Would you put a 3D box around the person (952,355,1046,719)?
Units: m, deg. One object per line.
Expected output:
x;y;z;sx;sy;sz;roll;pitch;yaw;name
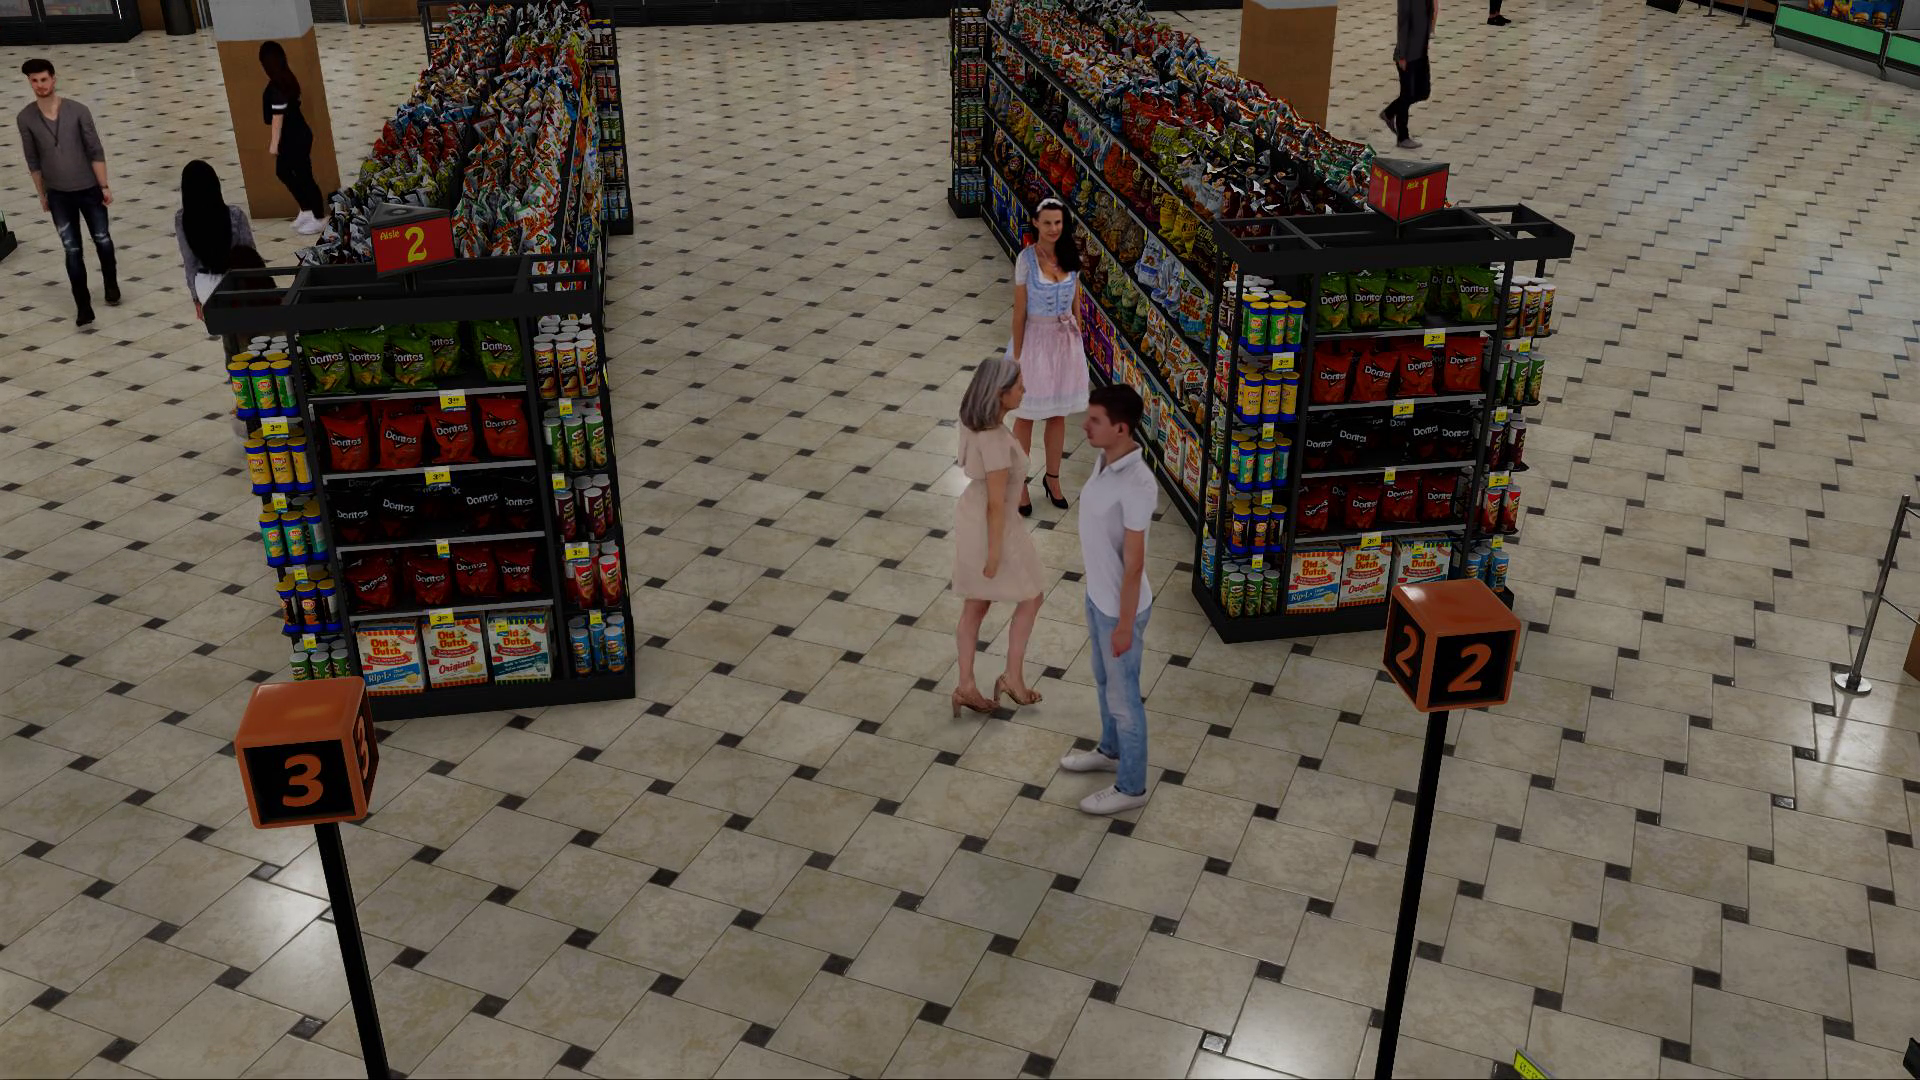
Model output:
0.046;0.025;7.294;0.726;1.720;0.661;-10;29;-19;person

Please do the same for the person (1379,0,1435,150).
4.542;-4.944;16.943;0.936;1.854;1.041;-22;34;-36;person

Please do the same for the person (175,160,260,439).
-4.528;-1.453;10.234;0.619;1.696;1.104;-4;27;-7;person

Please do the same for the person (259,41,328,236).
-5.607;-3.421;14.205;0.705;1.615;0.532;-8;28;-15;person

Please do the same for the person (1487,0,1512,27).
7.698;-8.181;23.483;0.727;1.713;0.667;18;32;31;person

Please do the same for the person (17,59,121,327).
-6.521;-2.593;12.299;0.866;1.862;1.256;-11;29;-20;person

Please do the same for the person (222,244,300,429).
-3.931;-0.925;9.469;0.729;1.446;0.943;-10;29;-19;person

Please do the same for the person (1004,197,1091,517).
0.471;-1.013;9.232;0.756;1.818;0.784;-10;29;-19;person

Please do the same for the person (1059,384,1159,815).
0.644;0.237;6.733;0.697;1.850;0.451;-5;27;-9;person
